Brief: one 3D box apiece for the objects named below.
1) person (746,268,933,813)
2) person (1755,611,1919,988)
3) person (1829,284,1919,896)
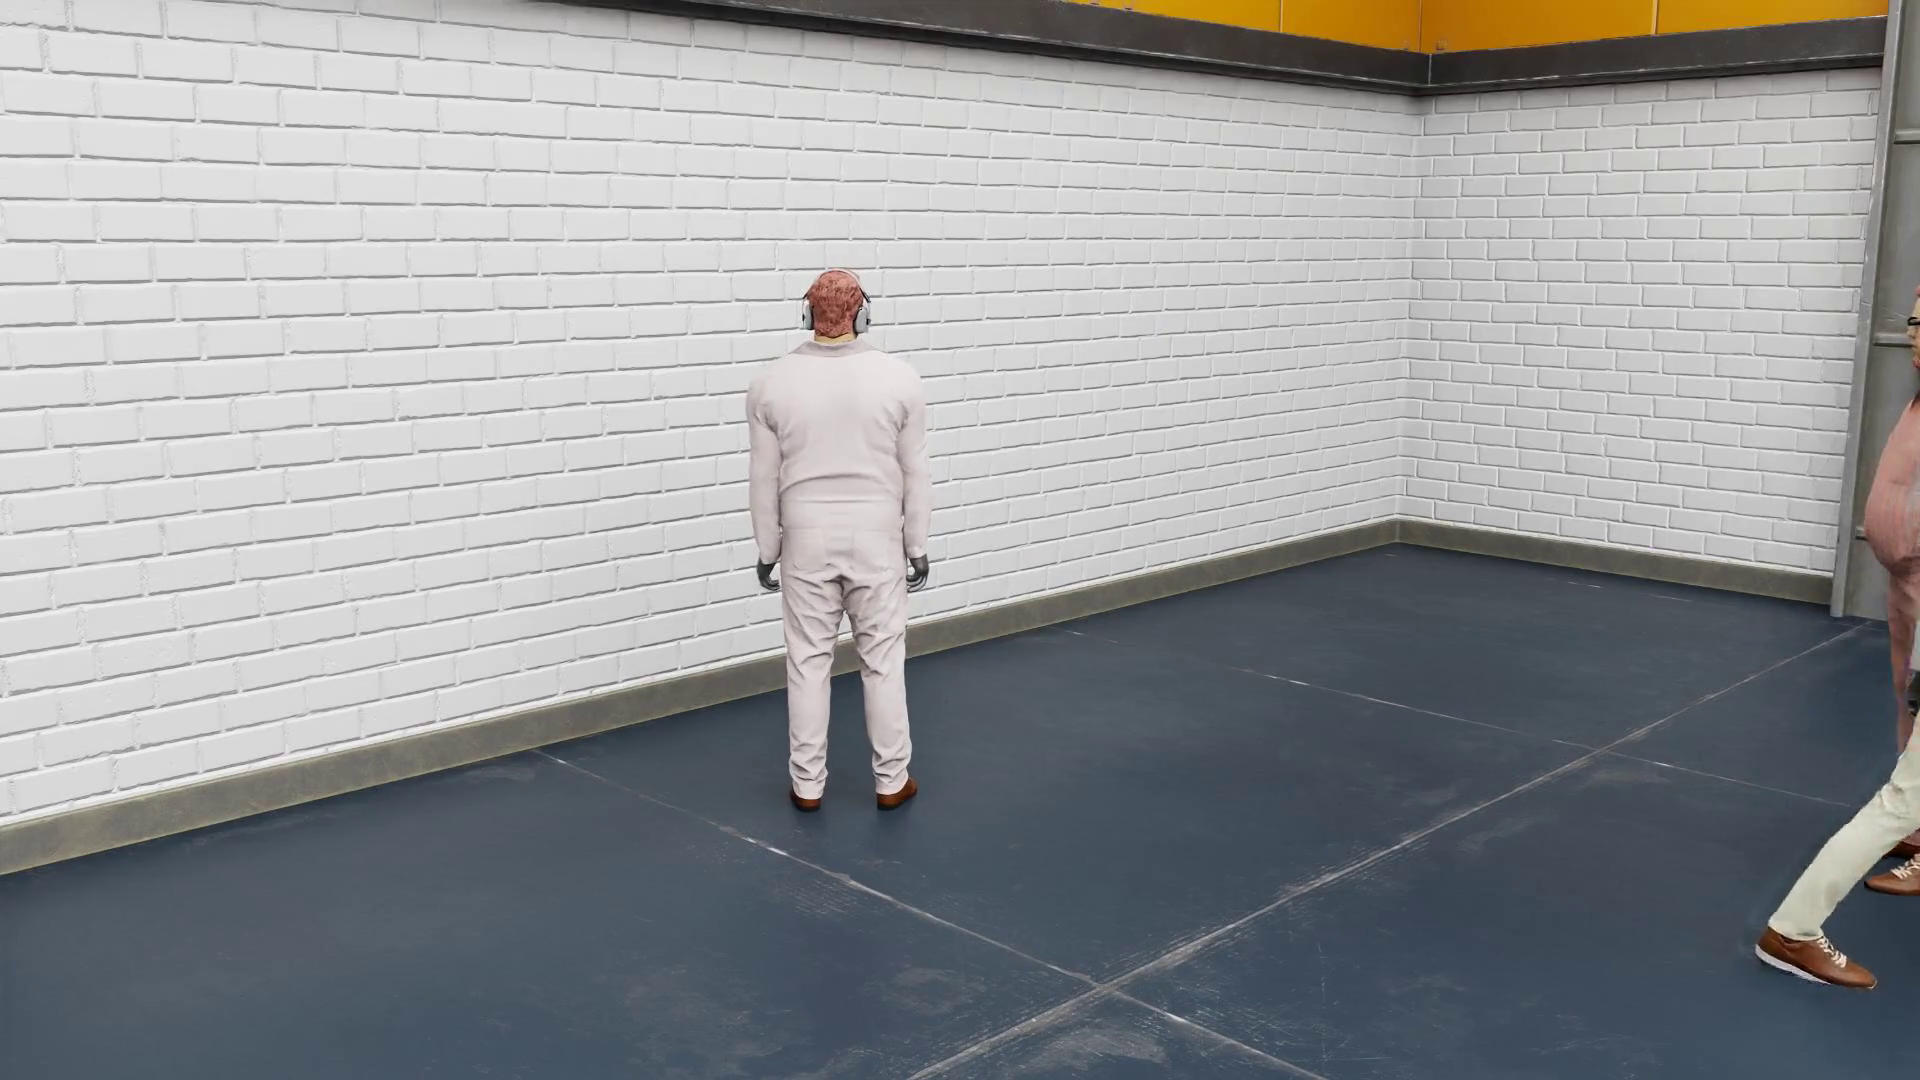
[{"bbox_3d":[-0.412,0.012,5.840,0.636,1.911,0.406,0,10,0],"label":"person"},{"bbox_3d":[2.605,0.353,4.271,0.960,1.812,0.555,6,12,29],"label":"person"},{"bbox_3d":[2.995,0.146,5.126,0.399,1.905,0.642,3,11,15],"label":"person"}]
